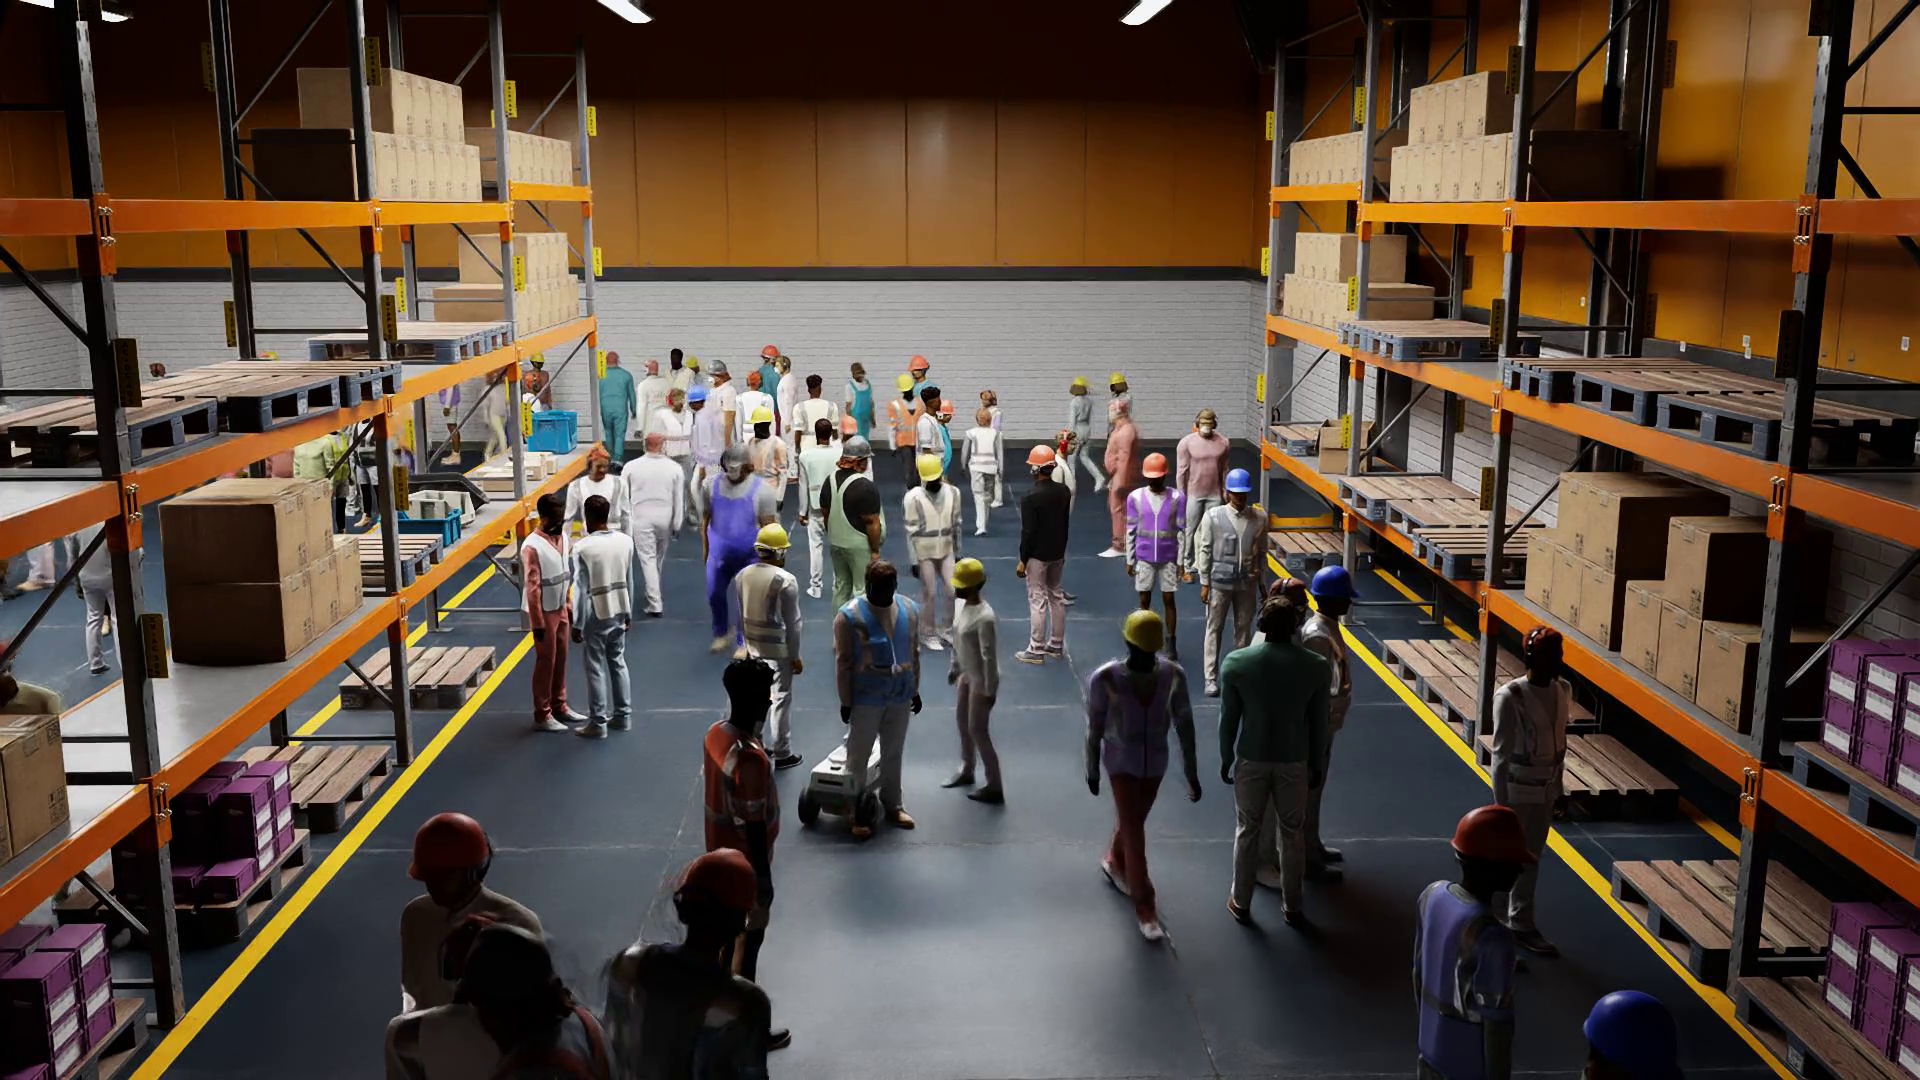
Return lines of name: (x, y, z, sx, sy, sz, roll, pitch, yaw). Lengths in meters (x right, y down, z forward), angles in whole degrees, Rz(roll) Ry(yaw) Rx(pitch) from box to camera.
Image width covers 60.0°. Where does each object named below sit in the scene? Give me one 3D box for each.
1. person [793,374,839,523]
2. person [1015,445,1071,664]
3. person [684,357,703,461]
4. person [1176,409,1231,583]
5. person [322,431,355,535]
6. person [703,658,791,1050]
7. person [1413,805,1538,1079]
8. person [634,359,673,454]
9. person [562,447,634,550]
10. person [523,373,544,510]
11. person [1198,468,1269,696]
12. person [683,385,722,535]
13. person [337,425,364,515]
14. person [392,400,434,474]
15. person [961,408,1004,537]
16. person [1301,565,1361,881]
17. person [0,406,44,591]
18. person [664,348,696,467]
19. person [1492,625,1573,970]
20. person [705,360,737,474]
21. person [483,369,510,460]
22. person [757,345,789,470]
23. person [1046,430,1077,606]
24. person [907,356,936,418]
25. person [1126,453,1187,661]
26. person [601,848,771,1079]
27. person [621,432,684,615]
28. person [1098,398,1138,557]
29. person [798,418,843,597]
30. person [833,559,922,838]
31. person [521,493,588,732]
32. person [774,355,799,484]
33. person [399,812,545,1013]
person: (-1.885, -1.190, 21.791, 0.608, 1.963, 0.371, -3, 12, -15)
person: (0.751, 0.127, 15.113, 0.377, 1.995, 0.612, 11, 15, 43)
person: (-4.405, -2.130, 27.116, 0.495, 1.719, 0.418, 9, 15, 40)
person: (2.685, -0.489, 18.348, 0.630, 1.936, 0.369, -3, 12, -15)
person: (-7.641, -0.764, 20.325, 0.322, 1.697, 0.530, 6, 13, 28)
person: (-1.053, 1.531, 8.166, 0.372, 1.957, 0.605, -6, 13, -26)
person: (1.917, 1.923, 6.253, 0.374, 1.934, 0.548, -3, 12, -14)
person: (-4.551, -1.737, 24.688, 0.407, 1.906, 0.644, 8, 14, 35)
person: (-3.483, 0.048, 15.851, 0.671, 1.853, 0.721, 0, 11, -1)
person: (-5.877, -1.360, 22.881, 0.354, 1.876, 0.574, -7, 13, -32)
person: (2.316, 0.355, 14.083, 0.602, 1.949, 0.390, -1, 11, -7)
person: (-3.261, -0.994, 20.898, 0.574, 1.920, 0.635, -2, 11, -9)
person: (-8.241, -1.200, 22.420, 0.321, 1.737, 0.485, 5, 12, 23)
person: (-7.419, -1.301, 22.499, 0.602, 1.915, 0.521, 4, 12, 17)
person: (0.310, -0.859, 21.090, 0.529, 1.589, 0.870, -3, 12, -14)
person: (2.239, 1.109, 10.299, 0.397, 1.949, 0.603, 3, 12, 16)
person: (-10.224, -0.443, 17.855, 0.708, 2.000, 0.663, 7, 13, 31)
person: (-4.451, -2.107, 26.543, 0.586, 1.910, 0.396, 6, 13, 29)
person: (3.113, 1.385, 9.087, 0.575, 1.882, 0.361, -7, 13, -33)
person: (-3.368, -1.518, 23.245, 0.535, 2.000, 0.688, -6, 13, -28)
person: (-7.426, -1.964, 26.604, 0.826, 1.591, 0.498, 8, 14, 36)
person: (-2.952, -2.051, 26.025, 0.376, 1.997, 0.612, -9, 15, -39)
person: (1.022, -0.236, 17.337, 0.397, 1.836, 0.562, 1, 11, 6)
person: (-0.555, -1.623, 23.807, 0.430, 2.034, 0.608, -7, 13, -32)
person: (1.780, 0.154, 15.168, 0.548, 1.924, 0.390, 2, 11, 10)
person: (-0.904, 2.017, 5.688, 0.681, 1.973, 0.902, 6, 13, 29)
person: (-3.171, -0.187, 17.091, 0.644, 1.835, 1.039, -5, 12, -25)
person: (1.900, -0.731, 19.670, 0.508, 1.895, 0.674, 0, 11, -1)
person: (-1.426, -0.336, 17.662, 0.585, 1.911, 0.391, -5, 12, -25)
person: (-0.519, 1.028, 10.980, 0.624, 1.844, 0.430, -6, 13, -30)
person: (-3.243, 0.568, 13.133, 0.410, 1.908, 0.598, 3, 12, 13)
person: (-2.587, -1.807, 24.983, 0.367, 1.932, 0.632, -1, 11, -7)
person: (-1.781, 1.935, 6.085, 0.637, 1.986, 0.414, 4, 12, 18)
